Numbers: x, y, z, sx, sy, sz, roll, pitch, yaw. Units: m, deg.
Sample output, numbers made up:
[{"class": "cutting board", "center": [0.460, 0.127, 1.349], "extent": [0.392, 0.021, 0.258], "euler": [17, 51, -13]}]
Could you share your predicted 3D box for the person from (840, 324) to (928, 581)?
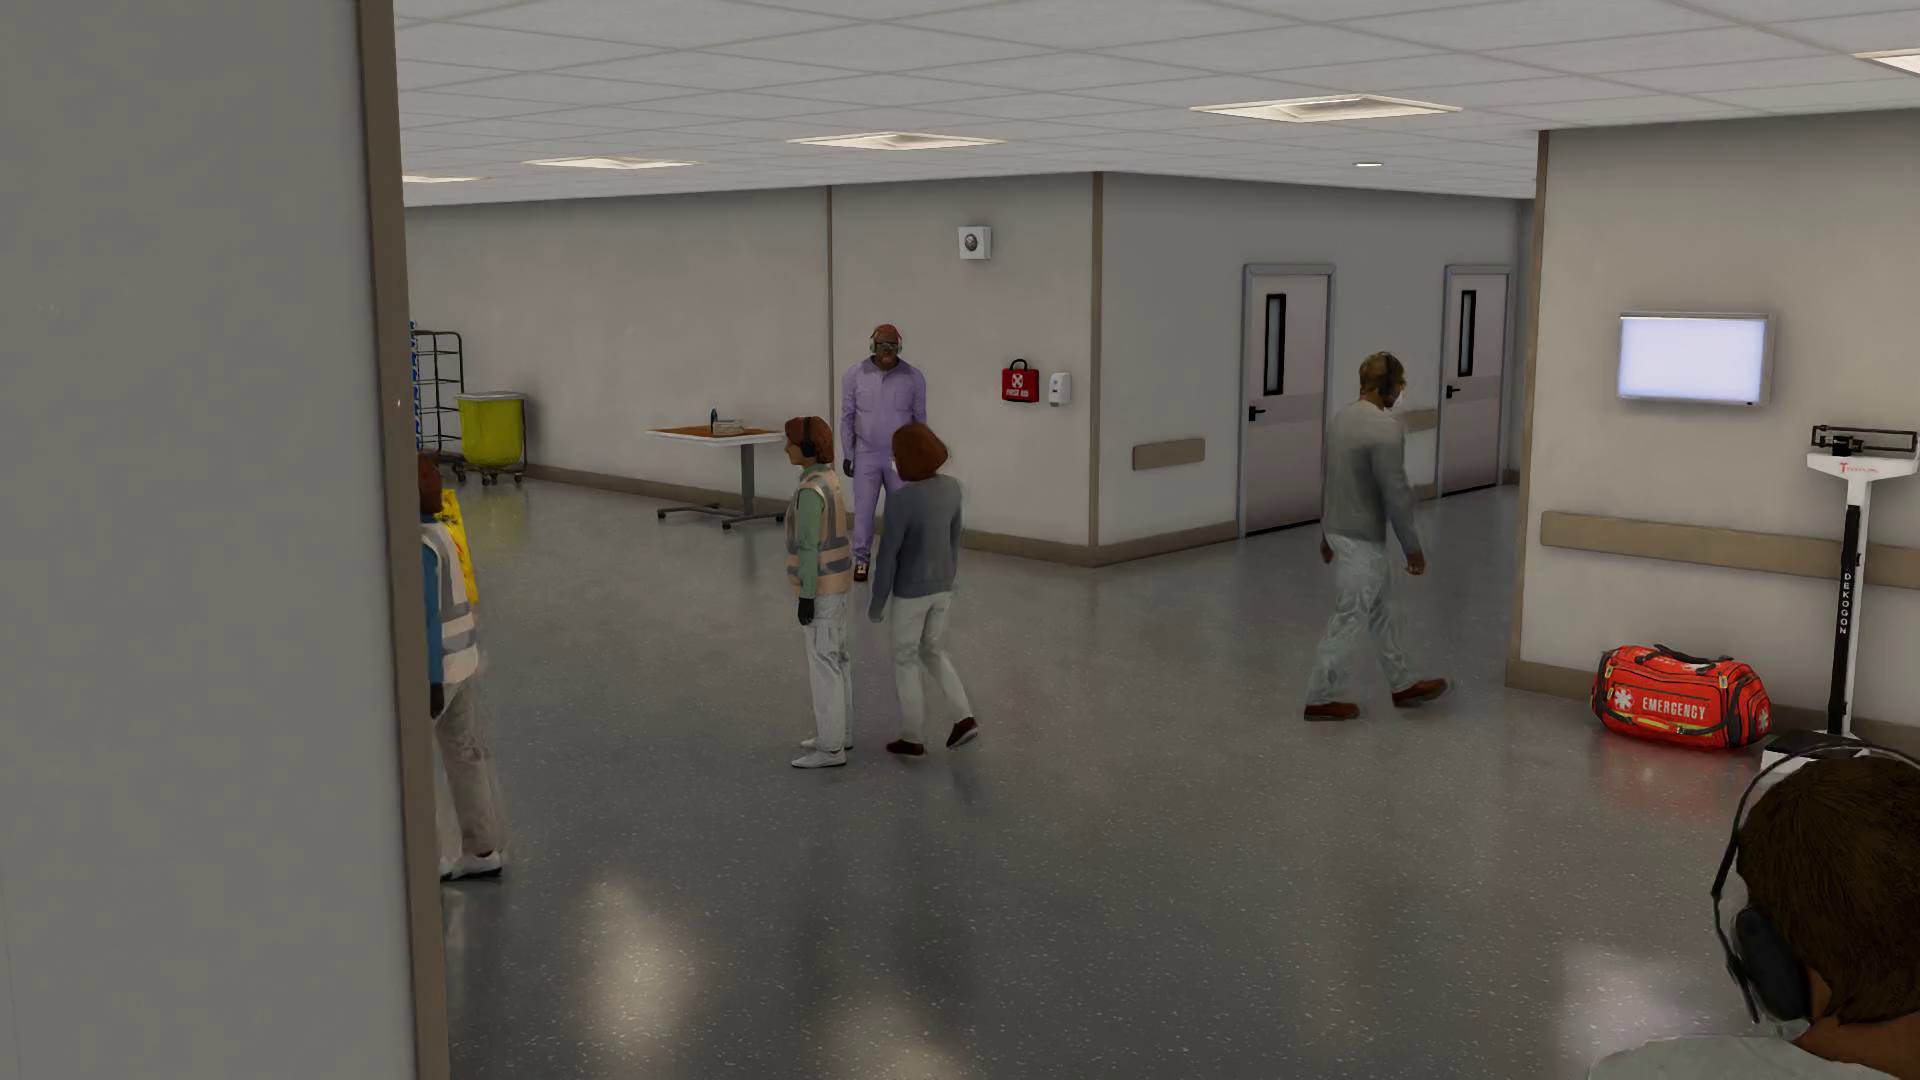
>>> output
[{"class": "person", "center": [-0.556, -0.636, 12.264], "extent": [0.646, 1.901, 0.401], "euler": [-1, 9, -5]}]

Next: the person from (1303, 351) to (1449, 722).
[{"class": "person", "center": [2.189, -0.016, 8.509], "extent": [0.840, 1.892, 0.667], "euler": [-1, 9, -8]}]

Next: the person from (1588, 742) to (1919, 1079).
[{"class": "person", "center": [0.739, 1.148, 1.356], "extent": [0.397, 1.900, 0.798], "euler": [-2, 10, -13]}]

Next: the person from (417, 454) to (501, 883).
[{"class": "person", "center": [-1.976, 0.493, 6.122], "extent": [0.549, 1.622, 0.561], "euler": [-2, 9, -10]}]

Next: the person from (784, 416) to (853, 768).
[{"class": "person", "center": [-0.657, 0.236, 7.729], "extent": [0.318, 1.630, 0.514], "euler": [1, 9, 3]}]

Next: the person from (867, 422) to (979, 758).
[{"class": "person", "center": [-0.193, 0.246, 7.734], "extent": [0.389, 1.610, 0.531], "euler": [9, 13, 42]}]
